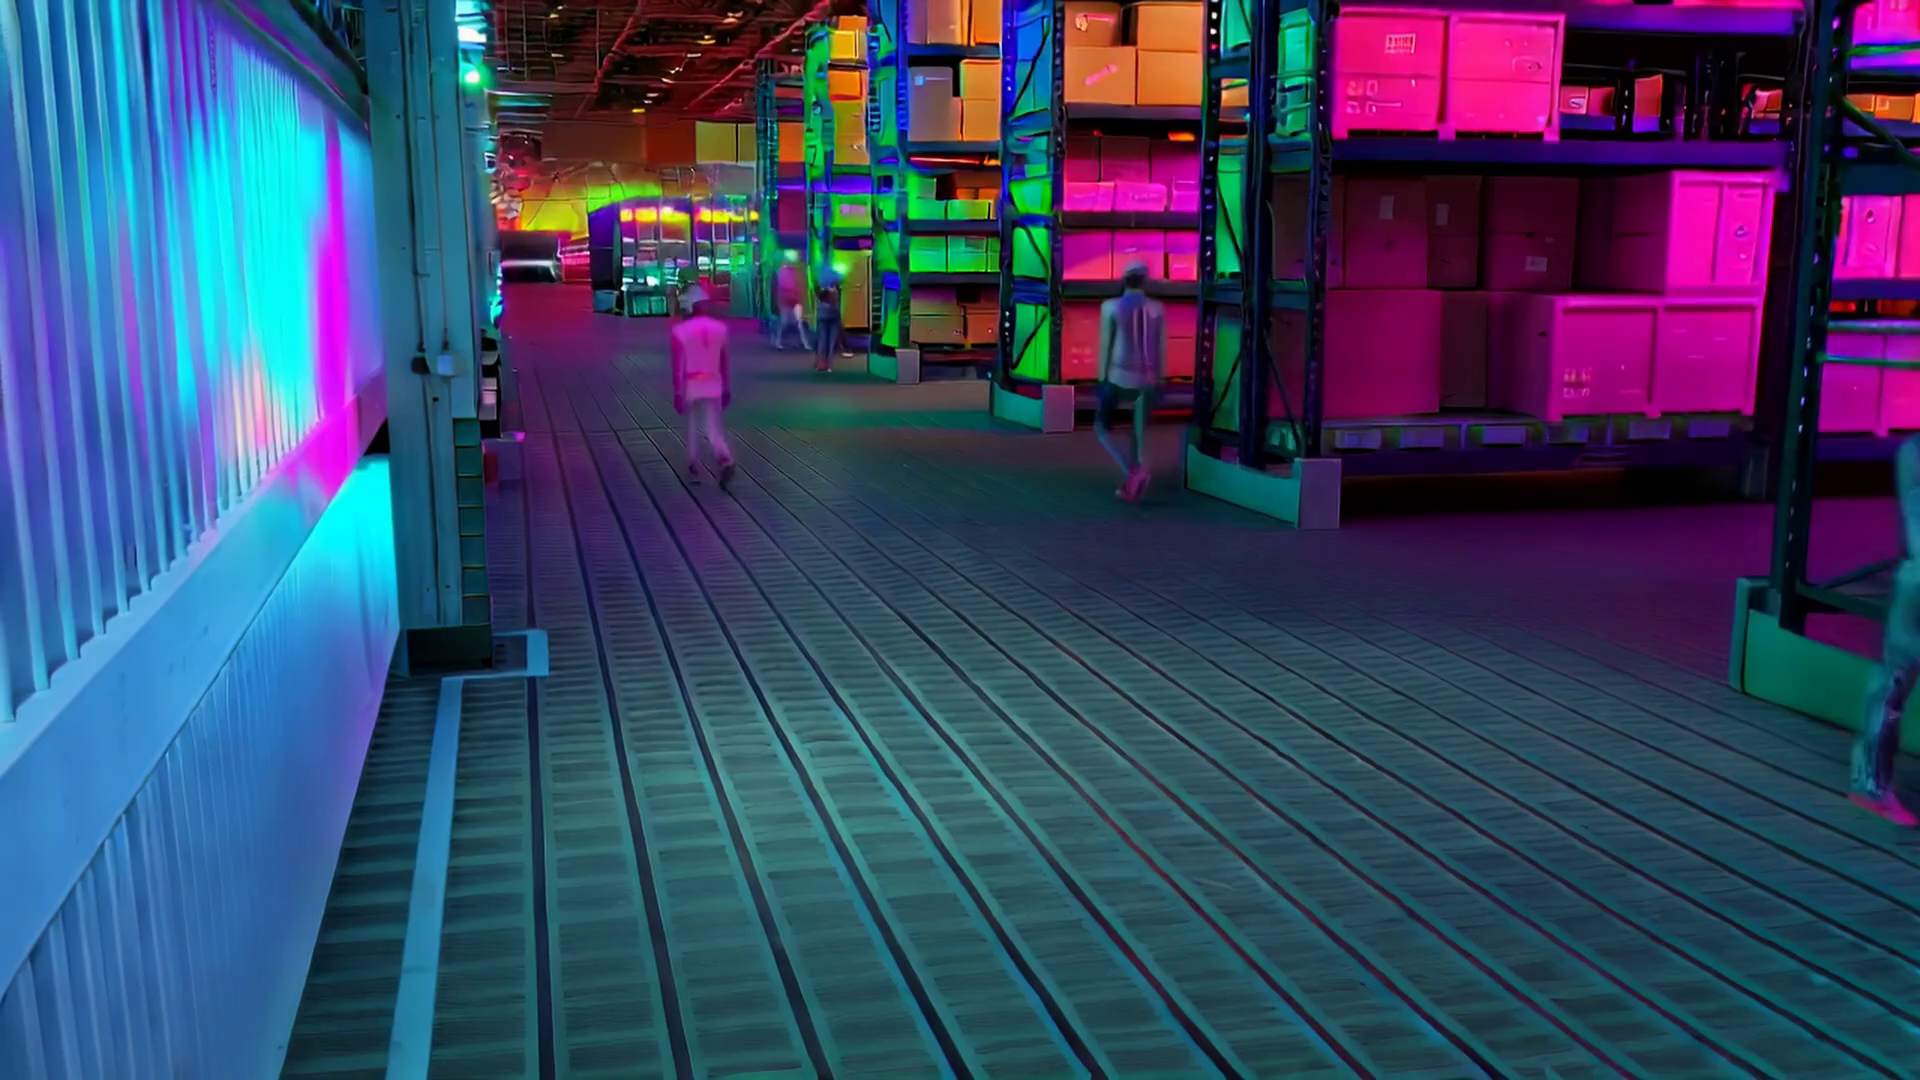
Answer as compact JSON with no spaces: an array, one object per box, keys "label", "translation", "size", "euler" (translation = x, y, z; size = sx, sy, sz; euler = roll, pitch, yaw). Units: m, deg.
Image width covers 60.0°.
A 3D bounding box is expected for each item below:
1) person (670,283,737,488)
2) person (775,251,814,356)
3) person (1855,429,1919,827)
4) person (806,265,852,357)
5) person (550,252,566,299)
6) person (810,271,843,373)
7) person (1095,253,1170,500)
[{"label":"person","translation":[-2.150,-1.293,13.976],"size":[0.570,1.726,0.804],"euler":[-7,12,-33]},{"label":"person","translation":[-3.137,-4.383,30.857],"size":[0.639,1.930,1.053],"euler":[-8,13,-39]},{"label":"person","translation":[3.413,0.185,5.635],"size":[0.499,1.718,0.723],"euler":[-3,11,-18]},{"label":"person","translation":[-2.445,-4.206,30.550],"size":[0.905,1.697,0.504],"euler":[3,10,16]},{"label":"person","translation":[-15.677,-10.332,64.872],"size":[0.584,1.822,0.665],"euler":[-5,11,-25]},{"label":"person","translation":[-2.142,-3.491,26.685],"size":[0.514,1.627,0.363],"euler":[-2,10,-12]},{"label":"person","translation":[1.368,-1.279,13.183],"size":[0.635,1.970,0.476],"euler":[-4,11,-21]}]
